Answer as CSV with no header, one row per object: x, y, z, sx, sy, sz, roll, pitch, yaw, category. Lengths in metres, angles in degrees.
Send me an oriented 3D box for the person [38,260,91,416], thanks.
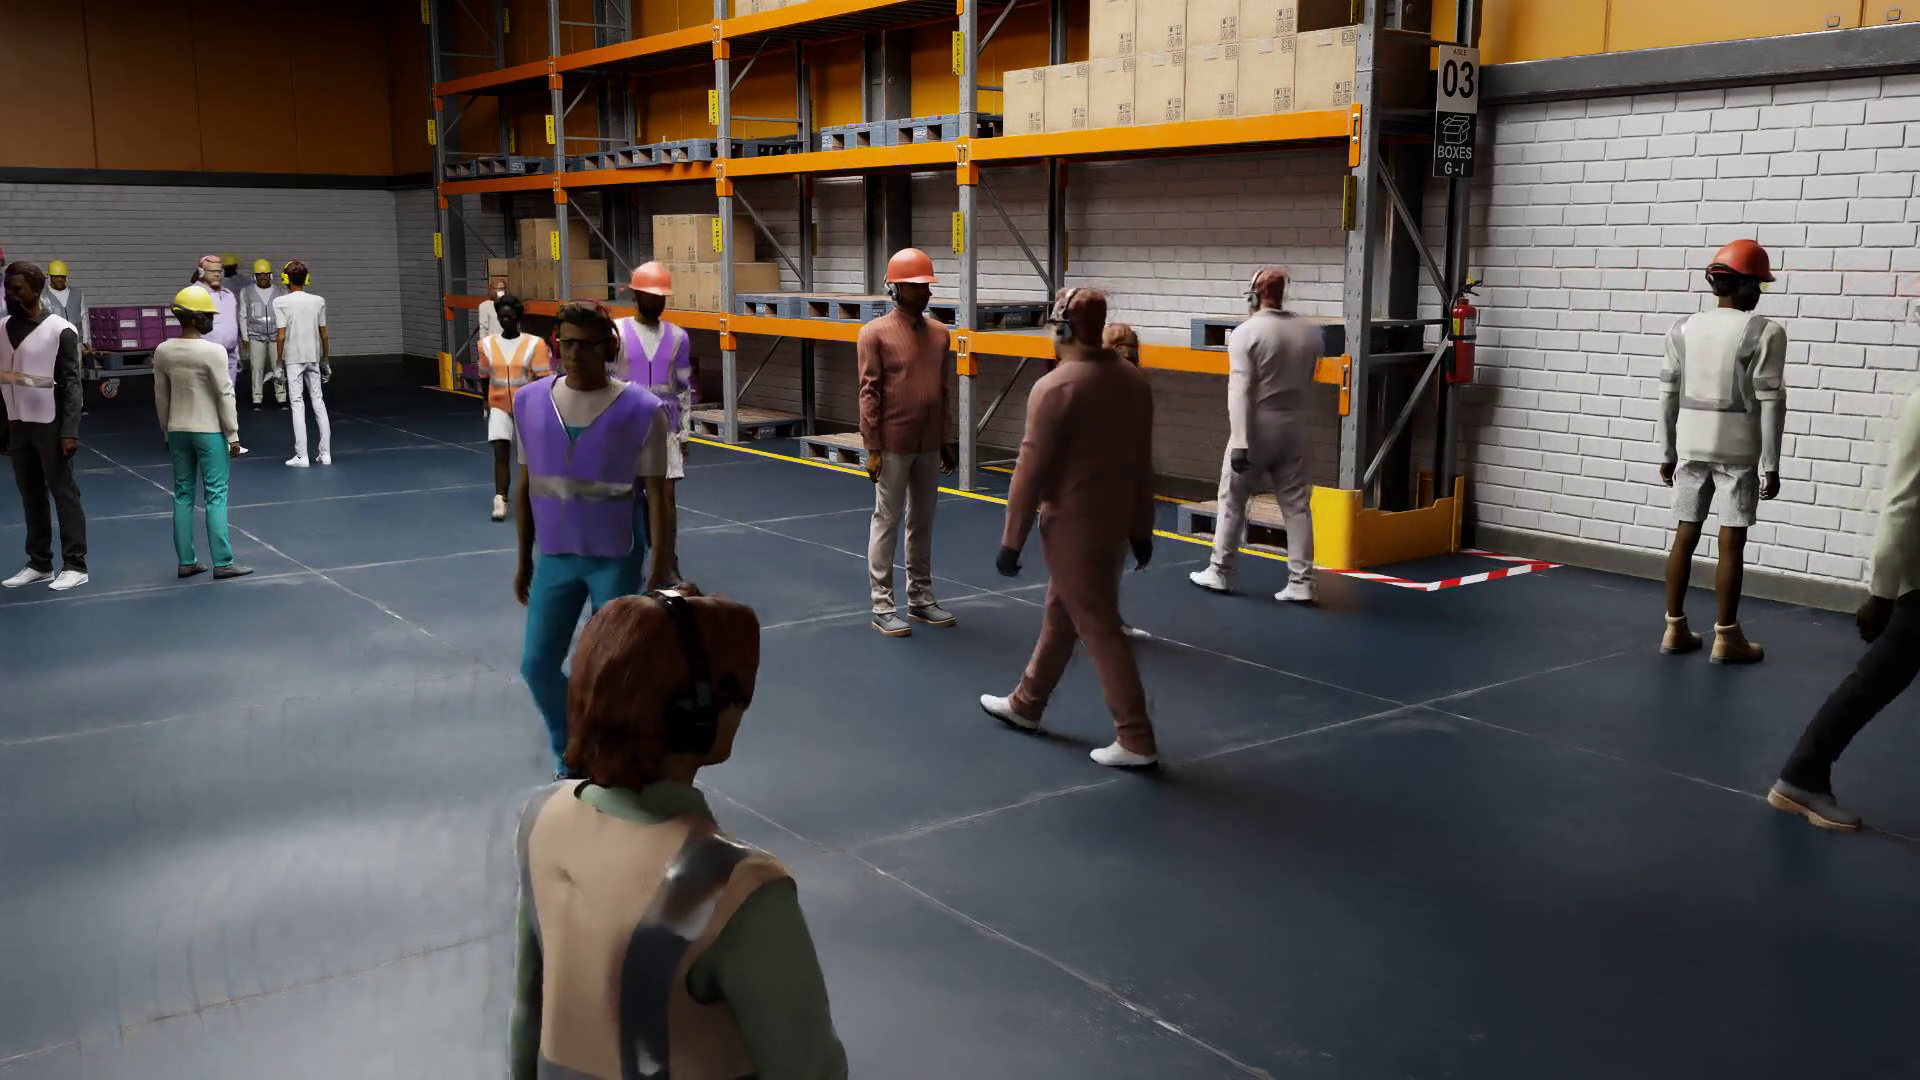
-10.483,-2.348,19.434,0.403,1.827,0.600,9,14,42,person

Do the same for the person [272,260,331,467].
-5.986,-1.597,15.124,0.310,1.866,0.532,9,13,40,person

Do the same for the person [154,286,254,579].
-4.590,-0.643,10.069,0.533,1.765,0.325,3,11,16,person

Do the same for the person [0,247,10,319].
-10.972,-2.364,18.950,0.623,2.032,0.553,-10,14,-43,person

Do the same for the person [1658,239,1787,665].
3.701,-0.425,8.070,0.394,2.039,0.614,-7,12,-35,person

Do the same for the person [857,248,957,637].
-0.263,-0.507,8.661,0.381,1.994,0.613,10,14,44,person

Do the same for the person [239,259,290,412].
-8.372,-2.467,20.089,0.589,1.834,0.403,-5,11,-26,person

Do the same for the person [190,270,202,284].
-11.289,-3.208,24.800,0.287,1.631,0.501,-5,11,-24,person

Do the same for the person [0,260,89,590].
-5.404,-0.669,9.772,0.592,1.922,0.392,3,11,17,person

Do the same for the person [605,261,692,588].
-1.857,-0.673,9.792,0.591,1.919,0.721,-5,11,-24,person

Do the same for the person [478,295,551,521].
-3.306,-0.998,12.385,0.545,1.646,0.907,0,10,-2,person

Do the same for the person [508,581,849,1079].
-0.288,0.850,2.147,0.802,1.603,0.532,-8,13,-38,person

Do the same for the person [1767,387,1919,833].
3.195,0.103,5.411,1.047,1.940,0.611,9,13,41,person

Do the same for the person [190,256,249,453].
-7.073,-1.744,15.840,0.400,1.905,0.644,3,11,17,person

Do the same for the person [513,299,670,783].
-1.286,0.083,5.790,0.606,1.830,0.482,2,10,11,person

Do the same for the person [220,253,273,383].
-10.349,-3.178,23.900,0.938,1.894,0.583,1,10,3,person

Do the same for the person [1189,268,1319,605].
1.701,-0.588,9.440,0.680,1.870,0.928,-6,12,-29,person

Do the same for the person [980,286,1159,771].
0.437,-0.058,6.534,0.989,1.851,0.669,9,13,40,person

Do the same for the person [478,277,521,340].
-5.414,-2.276,19.606,0.508,1.627,0.279,-9,14,-42,person

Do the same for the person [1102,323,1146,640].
0.754,-0.254,8.285,0.287,1.628,0.537,4,11,23,person
